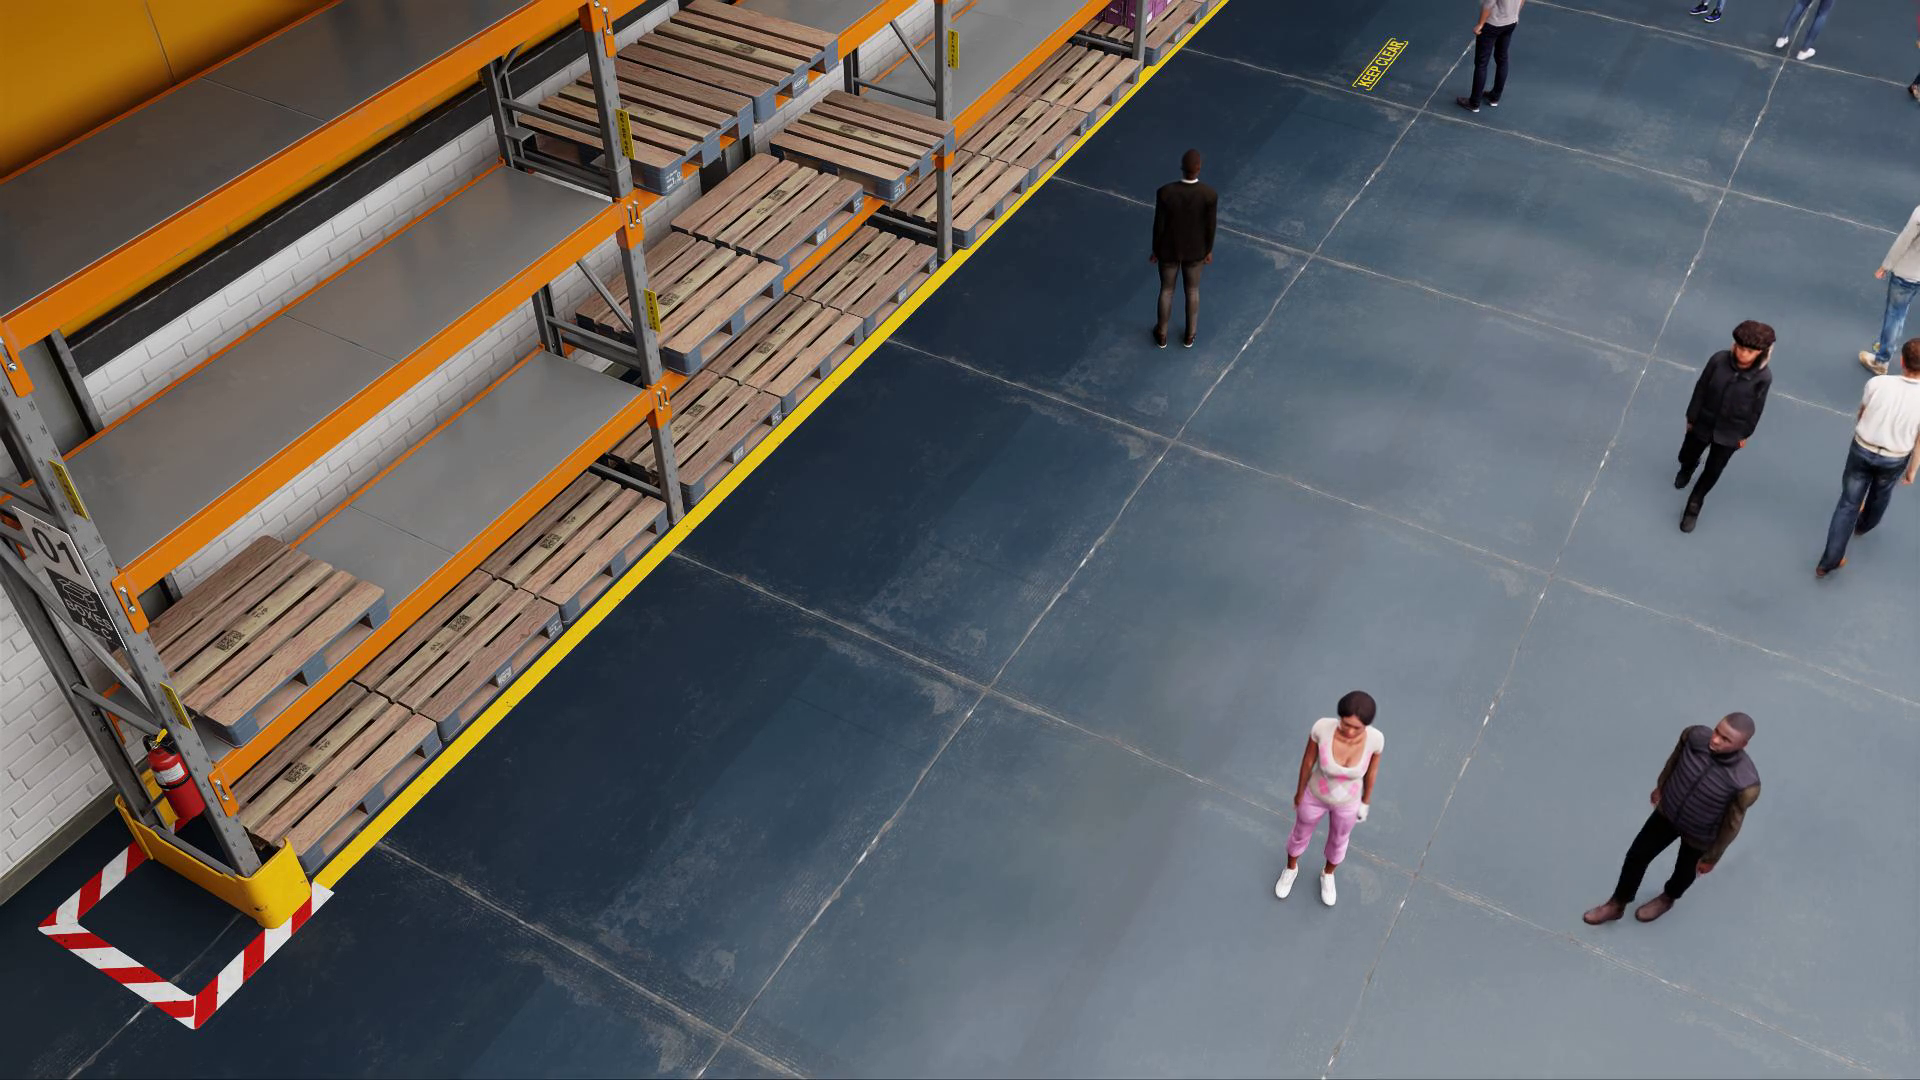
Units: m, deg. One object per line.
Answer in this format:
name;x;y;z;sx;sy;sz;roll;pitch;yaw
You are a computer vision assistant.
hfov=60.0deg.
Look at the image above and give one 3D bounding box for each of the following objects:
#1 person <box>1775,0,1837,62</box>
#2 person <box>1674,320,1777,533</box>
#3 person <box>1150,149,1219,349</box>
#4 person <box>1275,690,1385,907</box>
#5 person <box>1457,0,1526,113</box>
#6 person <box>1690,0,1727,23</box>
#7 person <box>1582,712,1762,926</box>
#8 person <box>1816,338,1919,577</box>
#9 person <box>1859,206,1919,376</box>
person;8.956;-5.821;17.176;0.715;1.714;0.710;34;53;30
person;5.487;-0.888;11.961;0.616;1.765;0.847;21;48;21
person;1.803;-2.344;13.462;0.740;1.802;0.725;2;44;2
person;2.127;1.460;9.511;0.636;1.744;0.609;9;44;9
person;5.306;-5.107;16.333;0.689;1.844;0.797;-18;46;-18
person;8.264;-6.252;17.961;0.619;1.254;0.579;-18;47;-18
person;4.169;1.559;9.352;1.016;1.820;0.943;-20;47;-20
person;6.323;-0.516;11.552;0.711;1.790;1.111;29;50;27
person;7.600;-2.072;13.114;0.784;1.889;0.820;-5;44;-5
